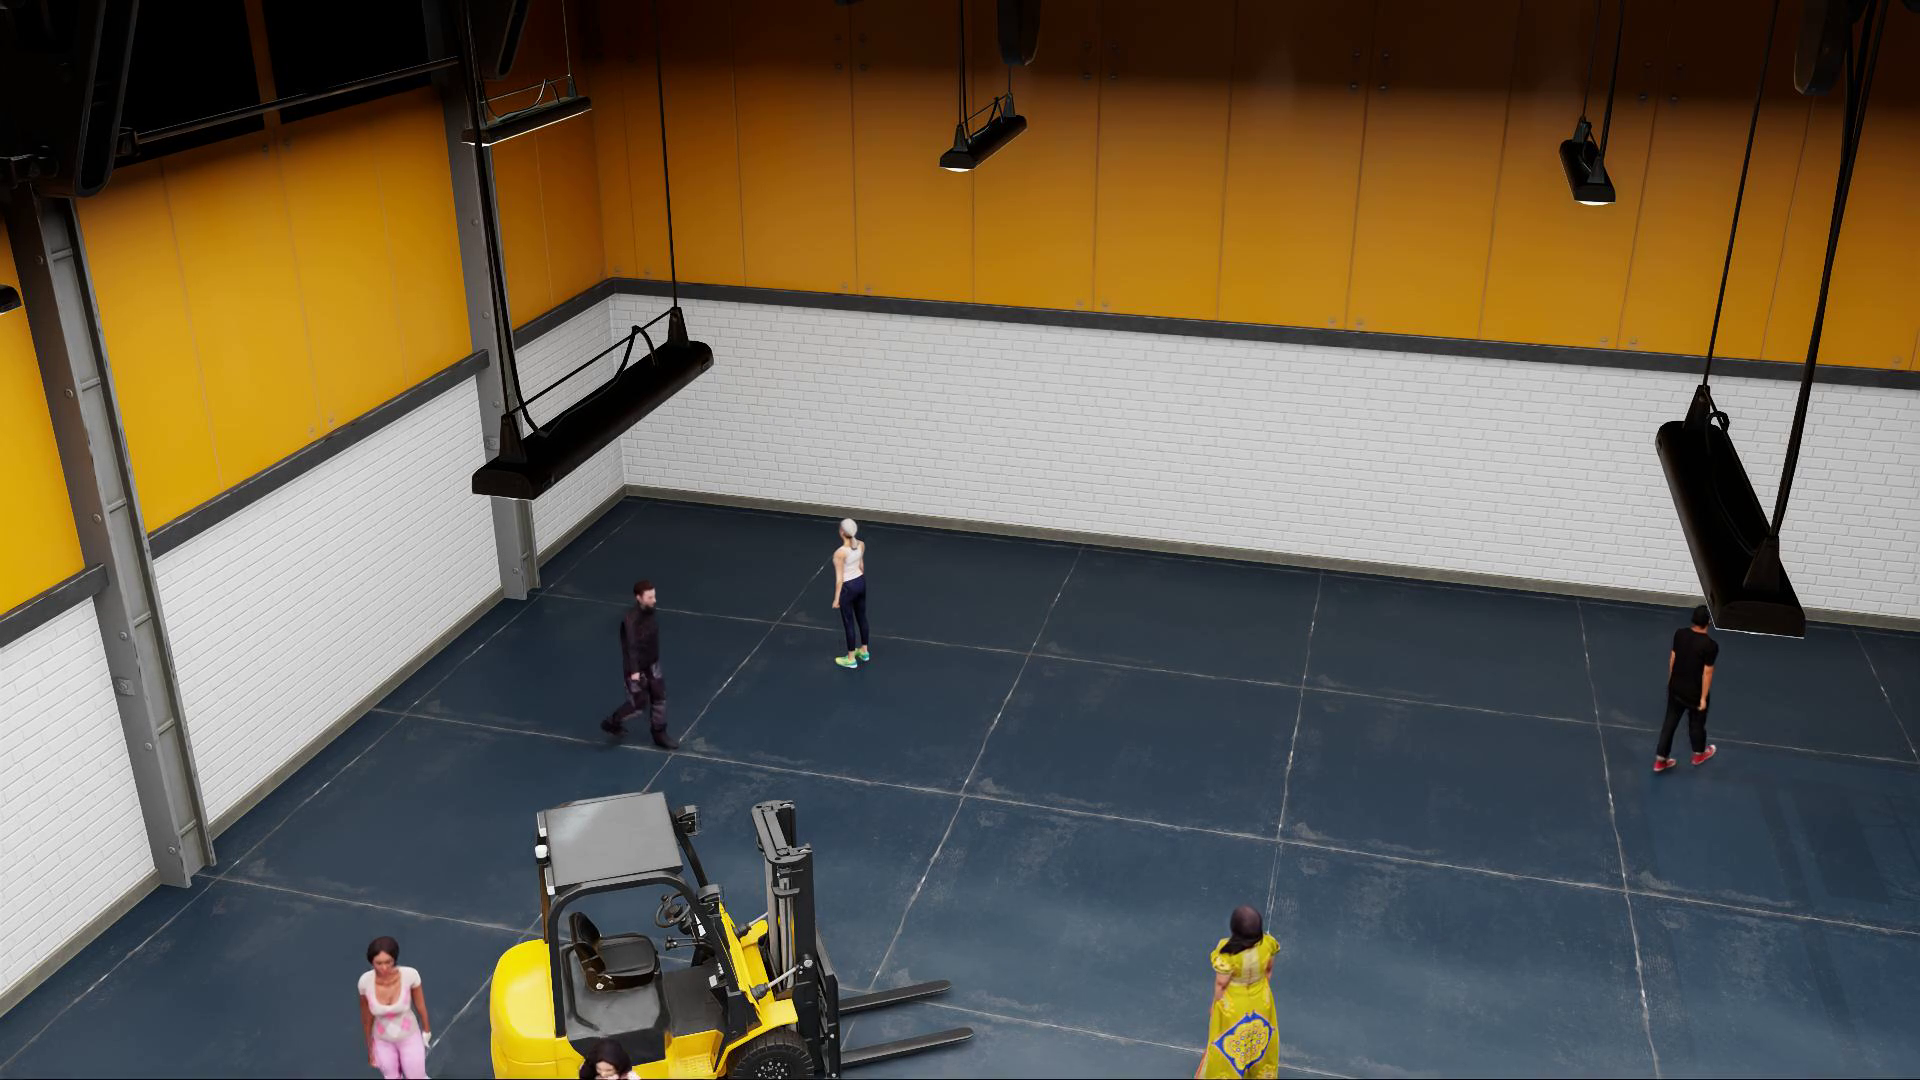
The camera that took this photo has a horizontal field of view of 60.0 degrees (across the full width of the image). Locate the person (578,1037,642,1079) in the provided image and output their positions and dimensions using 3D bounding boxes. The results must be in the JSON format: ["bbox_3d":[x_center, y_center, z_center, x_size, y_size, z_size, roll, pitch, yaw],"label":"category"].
[{"bbox_3d":[-2.162,3.771,10.642,0.759,1.738,0.860,12,26,26],"label":"person"}]

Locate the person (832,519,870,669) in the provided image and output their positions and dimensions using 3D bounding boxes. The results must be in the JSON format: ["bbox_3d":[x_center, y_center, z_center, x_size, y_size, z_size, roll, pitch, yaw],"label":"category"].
[{"bbox_3d":[-1.168,0.562,18.027,0.736,1.702,0.611,19,30,36],"label":"person"}]

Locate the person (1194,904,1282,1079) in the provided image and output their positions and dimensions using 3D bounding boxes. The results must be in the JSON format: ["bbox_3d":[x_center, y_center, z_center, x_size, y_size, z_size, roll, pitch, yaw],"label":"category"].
[{"bbox_3d":[1.999,3.293,11.832,1.000,1.659,1.036,-10,26,-22],"label":"person"}]

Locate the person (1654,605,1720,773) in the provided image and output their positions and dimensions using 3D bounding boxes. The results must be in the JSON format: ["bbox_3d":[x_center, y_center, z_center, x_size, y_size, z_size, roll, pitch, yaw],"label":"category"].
[{"bbox_3d":[6.934,1.454,15.946,1.075,1.734,0.996,-14,27,-29],"label":"person"}]

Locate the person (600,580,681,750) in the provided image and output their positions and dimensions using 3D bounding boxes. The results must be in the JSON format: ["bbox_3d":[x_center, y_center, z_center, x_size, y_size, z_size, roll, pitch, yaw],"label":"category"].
[{"bbox_3d":[-3.177,1.233,16.275,0.843,1.876,0.998,8,25,17],"label":"person"}]

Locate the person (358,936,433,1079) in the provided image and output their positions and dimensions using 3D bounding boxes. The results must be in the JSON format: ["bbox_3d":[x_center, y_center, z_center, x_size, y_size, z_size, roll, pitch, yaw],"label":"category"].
[{"bbox_3d":[-3.872,3.402,11.499,0.688,1.726,0.781,-2,24,-4],"label":"person"}]
